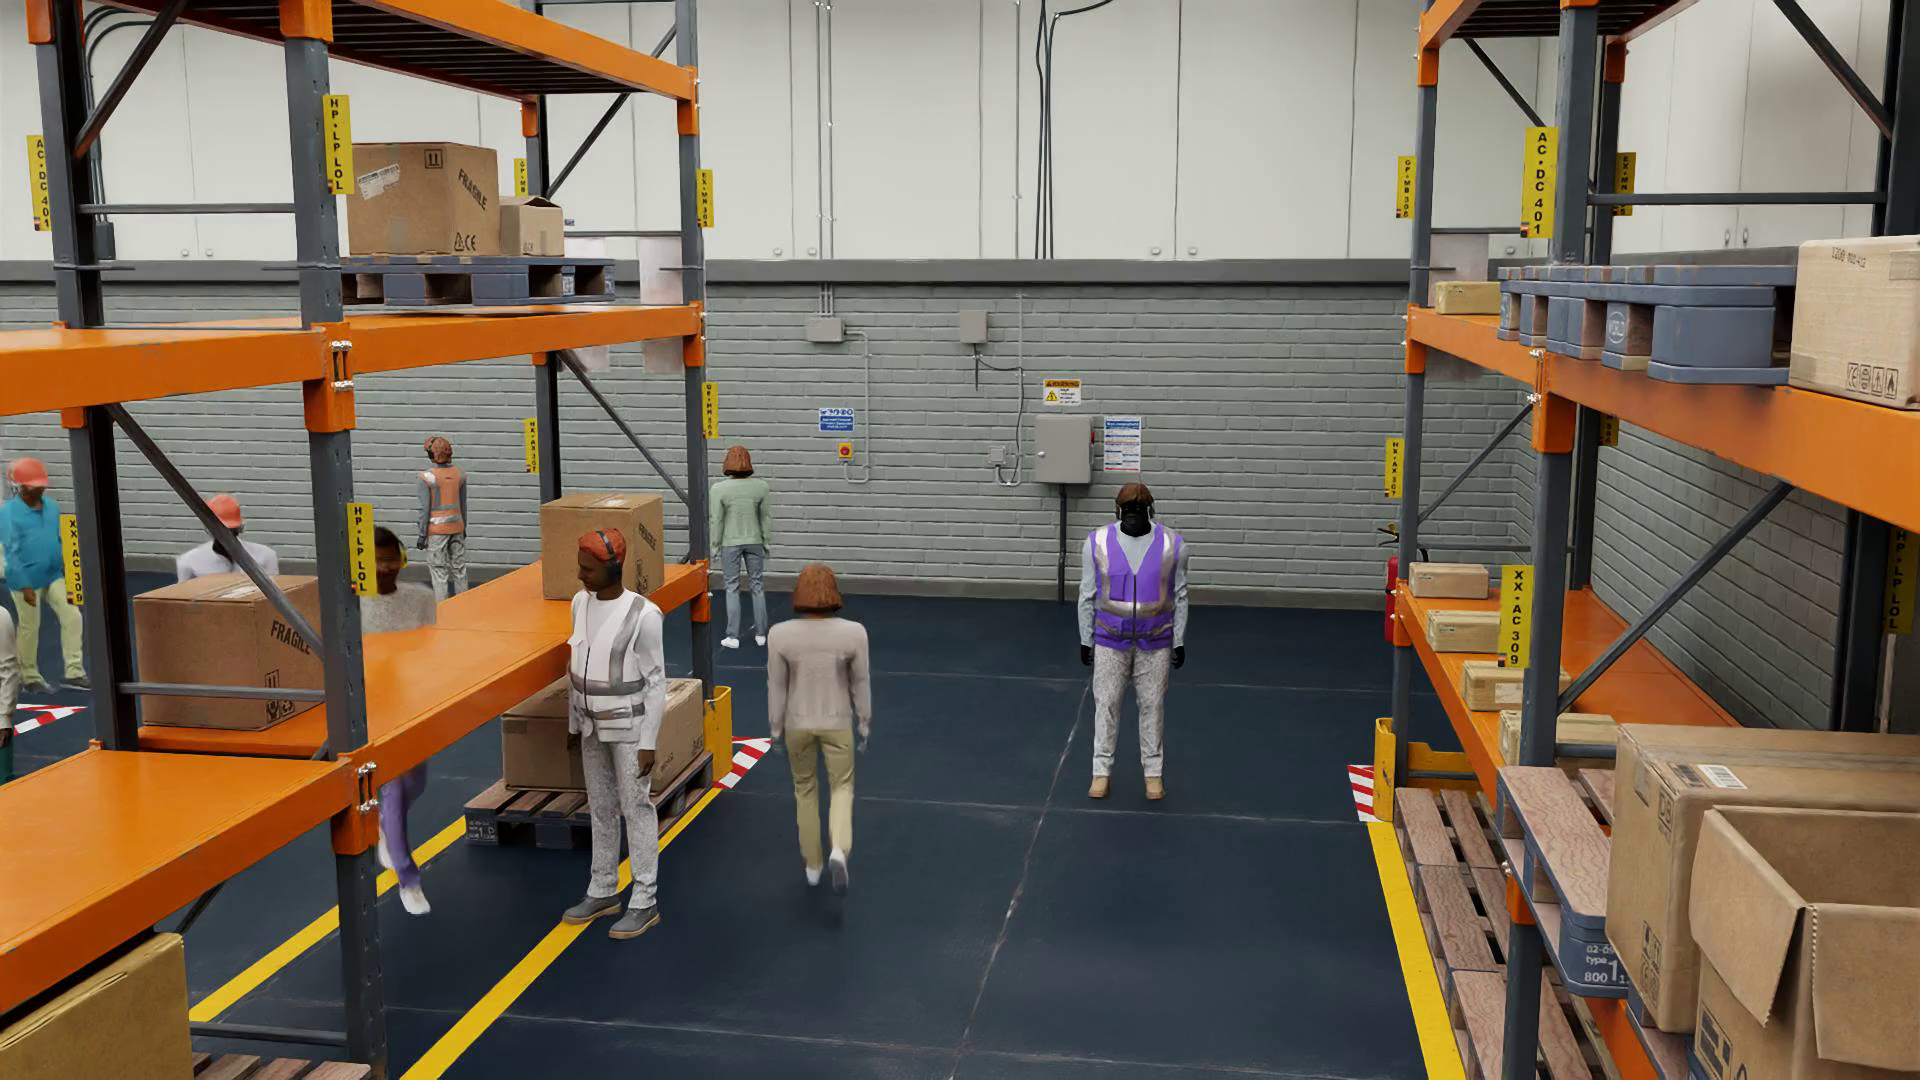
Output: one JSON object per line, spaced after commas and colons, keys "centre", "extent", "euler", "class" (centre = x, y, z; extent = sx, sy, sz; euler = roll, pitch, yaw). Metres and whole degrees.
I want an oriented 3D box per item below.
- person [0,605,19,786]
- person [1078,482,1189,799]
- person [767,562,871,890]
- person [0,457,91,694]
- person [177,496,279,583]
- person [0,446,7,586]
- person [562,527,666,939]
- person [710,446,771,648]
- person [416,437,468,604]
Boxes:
{"centre": [-4.808, 0.854, 8.078], "extent": [0.525, 1.769, 0.308], "euler": [2, 9, 13], "class": "person"}
{"centre": [0.992, 0.578, 9.546], "extent": [0.634, 1.841, 0.429], "euler": [1, 9, 5], "class": "person"}
{"centre": [-0.685, 0.925, 8.079], "extent": [0.506, 1.621, 0.529], "euler": [-1, 9, -3], "class": "person"}
{"centre": [-6.470, 0.268, 11.792], "extent": [0.673, 1.722, 0.581], "euler": [2, 10, 14], "class": "person"}
{"centre": [-4.243, 0.599, 9.768], "extent": [0.580, 1.721, 0.720], "euler": [-6, 11, -34], "class": "person"}
{"centre": [-9.429, -0.409, 15.946], "extent": [0.575, 1.739, 0.348], "euler": [3, 10, 19], "class": "person"}
{"centre": [-1.589, 0.870, 7.604], "extent": [0.572, 1.886, 0.353], "euler": [7, 11, 36], "class": "person"}
{"centre": [-1.766, 0.056, 13.399], "extent": [0.504, 1.632, 0.270], "euler": [-4, 10, -24], "class": "person"}
{"centre": [-4.374, -0.058, 14.086], "extent": [0.306, 1.640, 0.522], "euler": [5, 11, 30], "class": "person"}
